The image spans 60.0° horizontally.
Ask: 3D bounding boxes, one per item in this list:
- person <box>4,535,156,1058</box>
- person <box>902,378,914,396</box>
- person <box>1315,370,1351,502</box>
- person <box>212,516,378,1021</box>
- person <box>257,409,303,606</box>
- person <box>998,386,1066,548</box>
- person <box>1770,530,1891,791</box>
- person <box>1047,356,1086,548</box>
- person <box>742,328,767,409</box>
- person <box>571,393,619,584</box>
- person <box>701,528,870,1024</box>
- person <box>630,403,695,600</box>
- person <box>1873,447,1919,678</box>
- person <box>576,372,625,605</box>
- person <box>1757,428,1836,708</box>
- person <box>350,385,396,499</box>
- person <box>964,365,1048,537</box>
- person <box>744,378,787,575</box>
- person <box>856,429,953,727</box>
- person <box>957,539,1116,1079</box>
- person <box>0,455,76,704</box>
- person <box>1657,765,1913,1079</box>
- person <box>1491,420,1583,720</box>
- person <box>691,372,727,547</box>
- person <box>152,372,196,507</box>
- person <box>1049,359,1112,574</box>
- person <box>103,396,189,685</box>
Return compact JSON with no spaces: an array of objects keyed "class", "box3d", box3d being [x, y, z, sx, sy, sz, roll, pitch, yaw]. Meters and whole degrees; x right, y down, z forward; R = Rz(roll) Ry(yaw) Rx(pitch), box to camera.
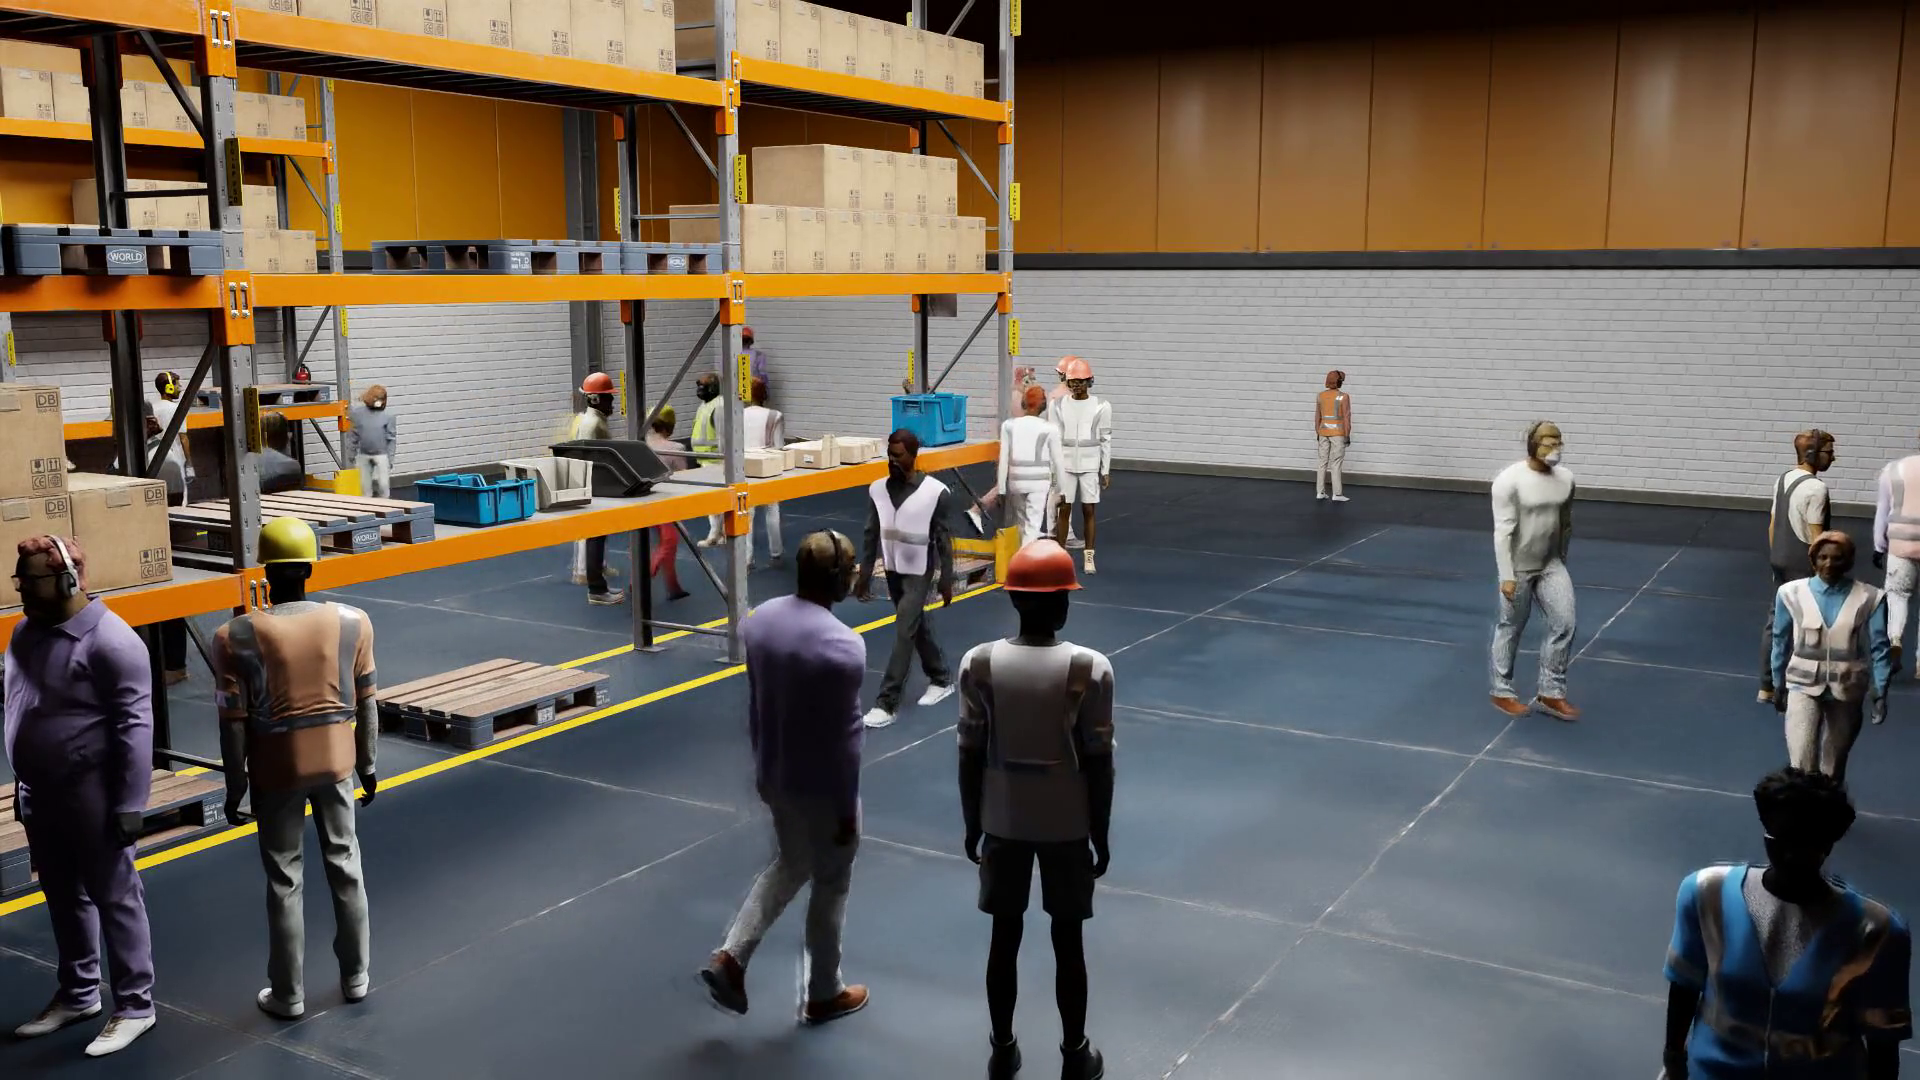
[{"class":"person","box3d":[-3.244,0.924,6.070,0.655,1.906,0.407,4,10,25]},{"class":"person","box3d":[-0.595,-1.097,19.561,0.534,1.613,0.632,-7,11,-37]},{"class":"person","box3d":[4.657,-1.298,20.773,0.306,1.639,0.524,-7,12,-38]},{"class":"person","box3d":[-2.523,0.867,6.362,0.588,1.927,0.369,-7,11,-37]},{"class":"person","box3d":[-4.727,0.069,11.398,0.644,1.916,0.509,7,12,38]},{"class":"person","box3d":[0.650,-0.471,15.023,0.593,1.839,0.947,5,10,29]},{"class":"person","box3d":[4.285,0.738,8.212,0.526,1.596,0.855,5,10,27]},{"class":"person","box3d":[1.111,-0.913,17.264,0.397,1.992,0.621,-3,10,-21]},{"class":"person","box3d":[-3.363,-2.361,26.343,0.624,1.985,1.024,0,9,-1]},{"class":"person","box3d":[-3.280,-0.492,15.203,0.585,1.817,0.642,-4,10,-26]},{"class":"person","box3d":[-0.605,0.908,6.146,0.599,1.916,0.643,-9,13,-44]},{"class":"person","box3d":[-2.576,-0.296,14.203,0.519,1.739,0.792,6,11,33]},{"class":"person","box3d":[6.706,0.081,11.579,0.644,1.826,0.516,7,12,38]},{"class":"person","box3d":[-3.106,-0.446,14.345,0.381,1.994,0.614,-2,9,-11]},{"class":"person","box3d":[5.454,0.196,10.815,0.336,1.842,0.508,-1,9,-5]},{"class":"person","box3d":[-6.626,-0.940,18.628,0.657,1.607,0.350,0,9,3]},{"class":"person","box3d":[0.501,-0.941,17.840,0.817,1.874,0.668,-2,9,-13]},{"class":"person","box3d":[-1.921,-0.629,15.960,0.622,1.839,0.928,1,9,8]},{"class":"person","box3d":[-0.353,0.213,10.655,0.605,1.864,1.030,7,11,35]},{"class":"person","box3d":[0.265,0.961,5.754,0.547,1.934,0.376,2,9,14]},{"class":"person","box3d":[-5.881,0.250,10.679,0.943,1.791,0.583,-2,9,-10]},{"class":"person","box3d":[1.967,1.358,4.021,0.553,1.684,0.363,6,11,34]},{"class":"person","box3d":[3.655,0.210,10.486,0.648,1.915,0.701,-3,10,-19]},{"class":"person","box3d":[-2.566,-0.815,17.187,0.440,1.830,0.627,-3,10,-19]},{"class":"person","box3d":[-7.870,-0.740,16.598,0.521,1.864,0.335,3,10,18]},{"class":"person","box3d":[1.120,-0.688,15.704,0.606,2.045,0.389,1,9,9]},{"class":"person","box3d":[-5.652,-0.008,11.470,0.684,2.000,0.536,8,12,43]}]
